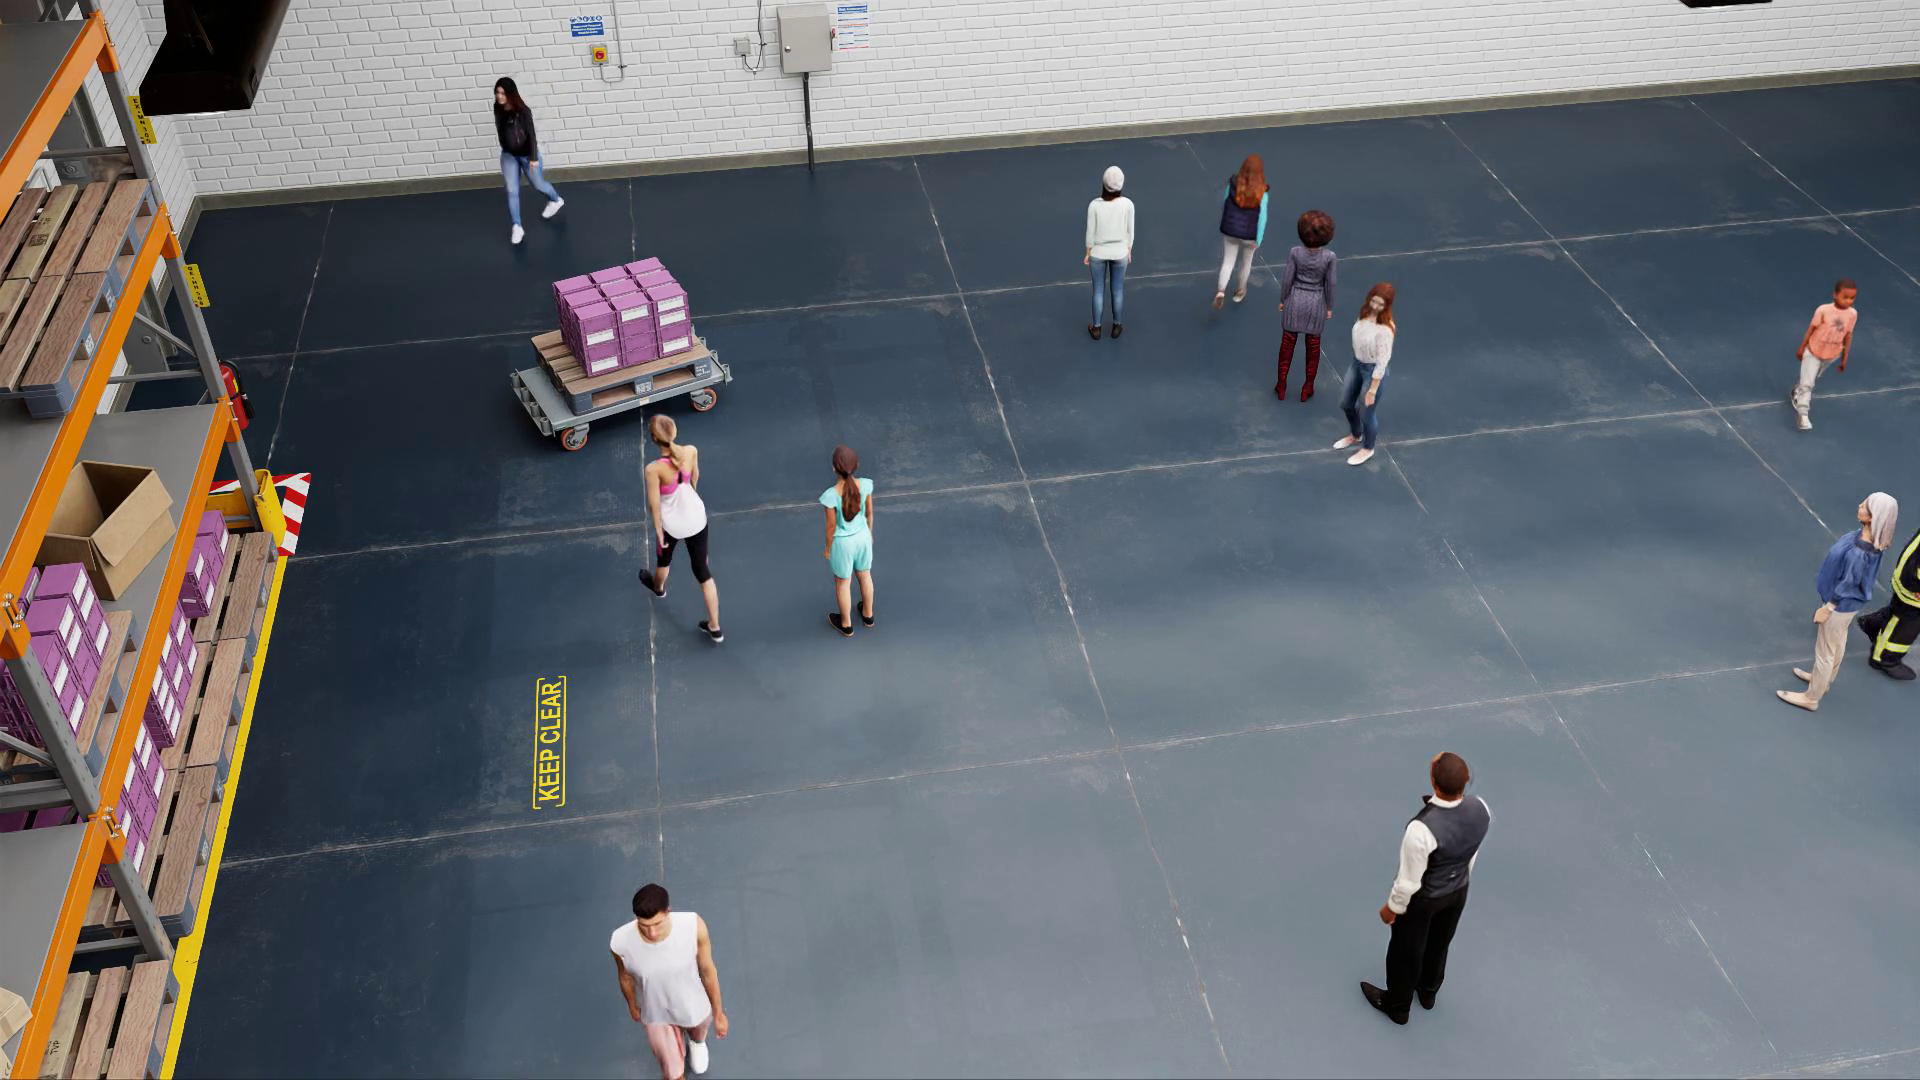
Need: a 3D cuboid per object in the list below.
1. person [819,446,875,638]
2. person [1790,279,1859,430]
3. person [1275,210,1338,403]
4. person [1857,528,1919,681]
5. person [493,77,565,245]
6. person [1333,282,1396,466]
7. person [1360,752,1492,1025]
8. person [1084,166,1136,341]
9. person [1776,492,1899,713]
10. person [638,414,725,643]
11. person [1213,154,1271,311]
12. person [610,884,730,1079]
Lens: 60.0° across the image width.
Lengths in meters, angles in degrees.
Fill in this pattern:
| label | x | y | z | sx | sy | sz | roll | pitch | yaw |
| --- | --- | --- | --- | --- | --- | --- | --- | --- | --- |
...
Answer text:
| label | x | y | z | sx | sy | sz | roll | pitch | yaw |
| --- | --- | --- | --- | --- | --- | --- | --- | --- | --- |
| person | -0.762 | -0.004 | 11.445 | 0.623 | 1.558 | 0.647 | -20 | 43 | -24 |
| person | 7.059 | -1.586 | 13.648 | 0.710 | 1.281 | 0.972 | 6 | 39 | 8 |
| person | 2.848 | -1.919 | 13.722 | 0.664 | 1.709 | 0.644 | 9 | 40 | 11 |
| person | 6.380 | 0.124 | 11.010 | 0.970 | 1.901 | 0.999 | -30 | 47 | -32 |
| person | -4.206 | -3.728 | 16.078 | 0.952 | 1.596 | 1.141 | 17 | 42 | 20 |
| person | 3.223 | -1.314 | 12.978 | 0.749 | 1.693 | 0.616 | -6 | 39 | -8 |
| person | 2.493 | 1.863 | 8.819 | 0.752 | 1.918 | 0.694 | -18 | 42 | -21 |
| person | 1.302 | -2.512 | 14.517 | 0.589 | 1.644 | 0.529 | -2 | 39 | -3 |
| person | 5.760 | 0.396 | 10.834 | 0.750 | 1.697 | 0.712 | 29 | 47 | 32 |
| person | -1.838 | -0.046 | 11.353 | 0.987 | 1.739 | 1.211 | -27 | 46 | -30 |
| person | 2.501 | -2.739 | 14.930 | 0.845 | 1.483 | 0.952 | 17 | 42 | 21 |
| person | -1.433 | 2.275 | 8.440 | 0.706 | 1.747 | 1.133 | -8 | 39 | -10 |
